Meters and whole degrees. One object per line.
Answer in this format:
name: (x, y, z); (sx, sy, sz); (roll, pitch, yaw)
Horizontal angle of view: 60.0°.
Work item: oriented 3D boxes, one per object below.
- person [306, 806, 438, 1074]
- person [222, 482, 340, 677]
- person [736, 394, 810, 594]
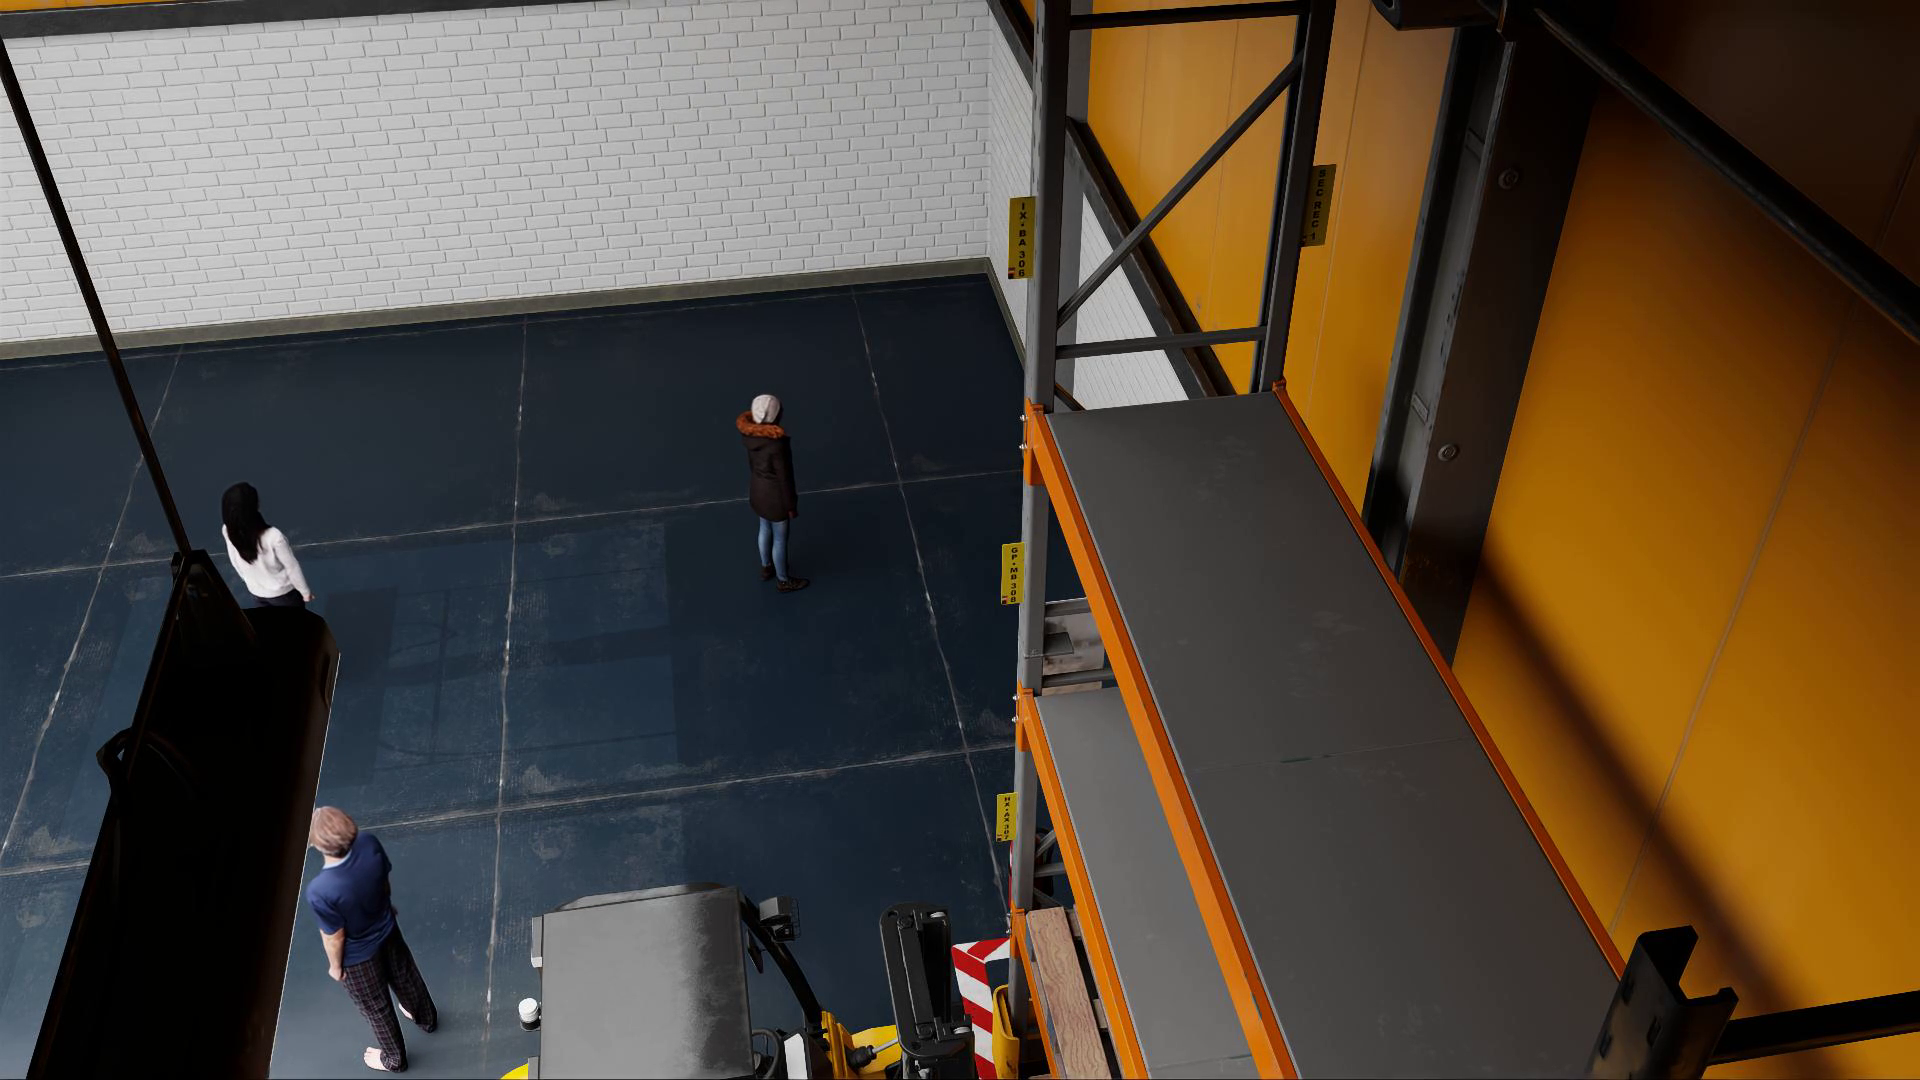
person: (-3.064, 2.045, 8.578); (0.796, 1.871, 0.680); (15, 41, 18)
person: (-4.495, 0.318, 10.878); (0.701, 1.701, 0.693); (9, 39, 11)
person: (-1.325, -0.340, 11.755); (0.793, 1.634, 0.690); (-25, 45, -28)
